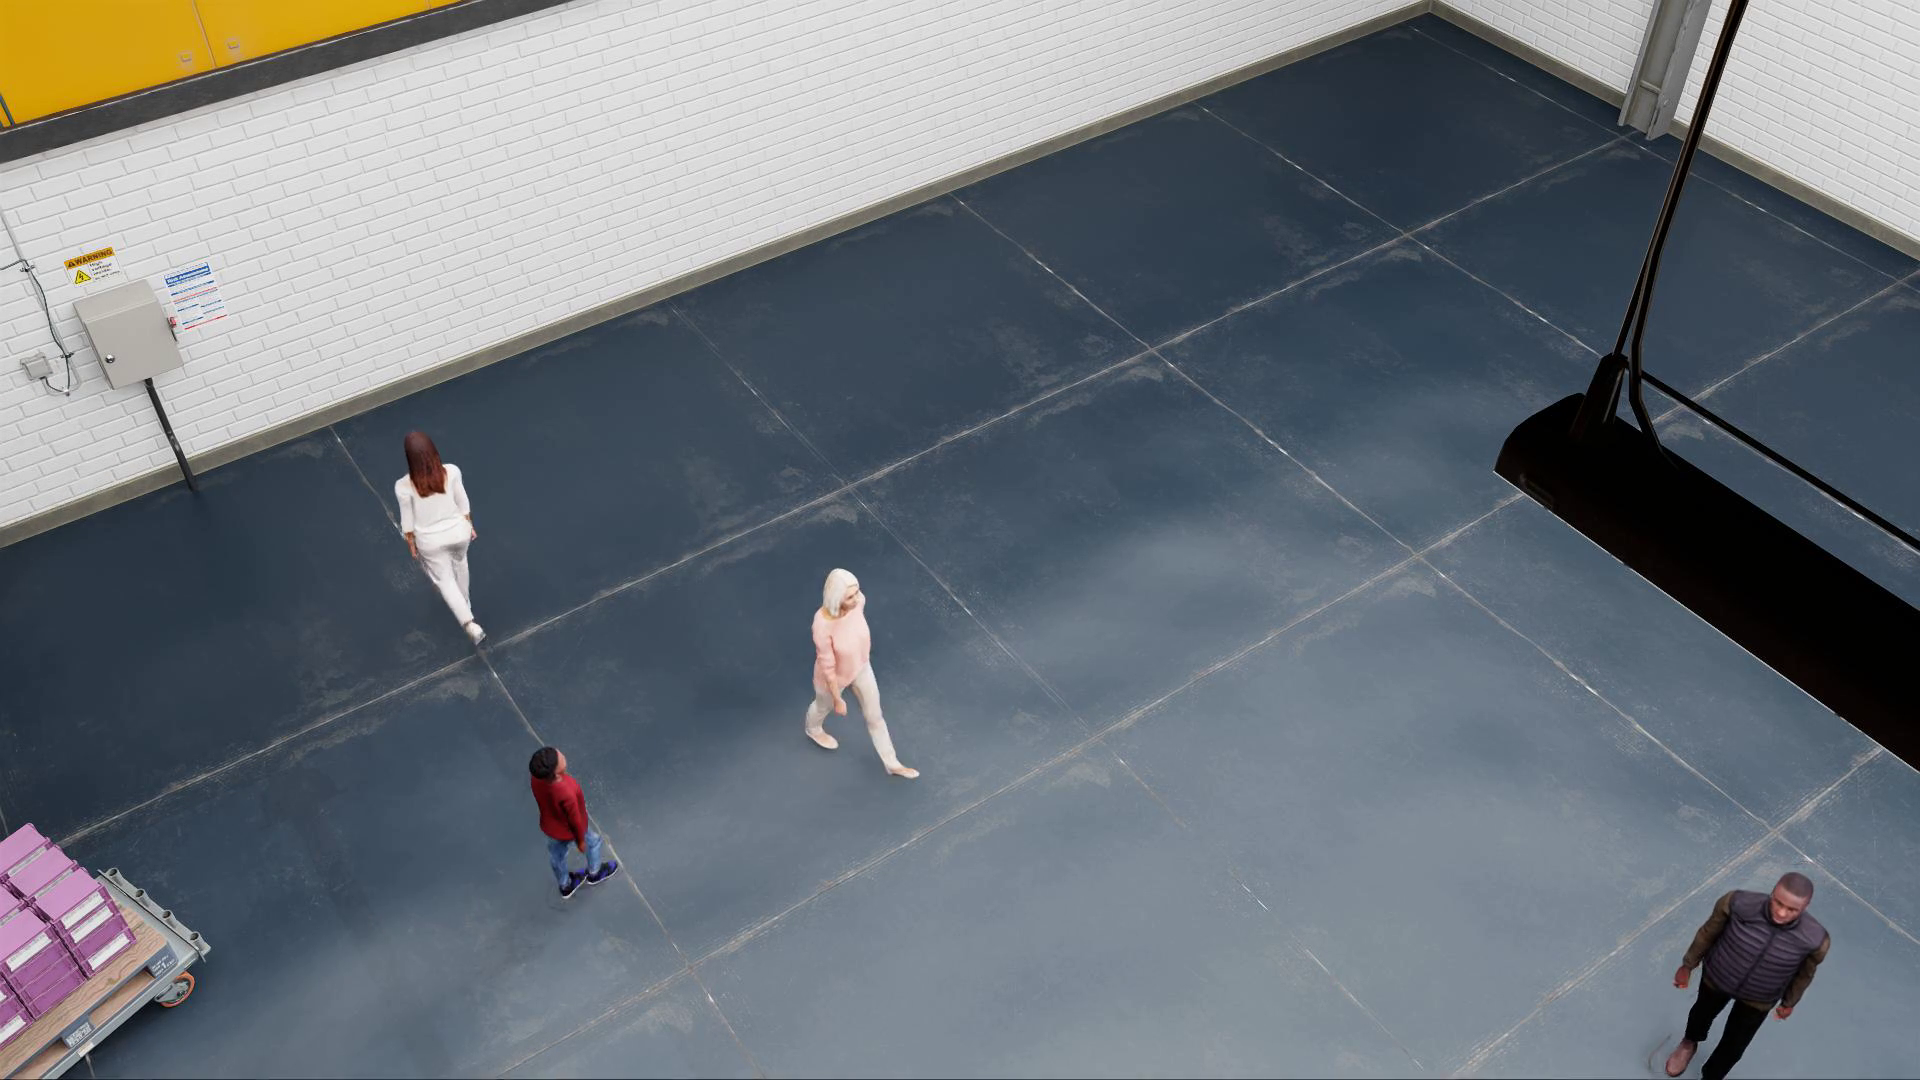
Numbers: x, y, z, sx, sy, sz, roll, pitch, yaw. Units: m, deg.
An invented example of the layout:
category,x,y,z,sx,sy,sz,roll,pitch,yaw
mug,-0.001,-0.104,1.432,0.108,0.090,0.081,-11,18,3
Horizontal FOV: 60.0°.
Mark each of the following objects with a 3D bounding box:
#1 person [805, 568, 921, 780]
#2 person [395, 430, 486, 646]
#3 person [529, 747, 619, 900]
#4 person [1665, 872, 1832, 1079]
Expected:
category,x,y,z,sx,sy,sz,roll,pitch,yaw
person,-0.790,0.768,10.154,1.177,1.679,0.846,27,50,25
person,-3.390,0.001,10.969,0.619,1.667,0.976,-24,49,-23
person,-2.312,1.661,9.531,0.609,1.246,0.673,24,49,23
person,4.019,2.229,8.513,0.781,1.829,0.882,27,50,26
